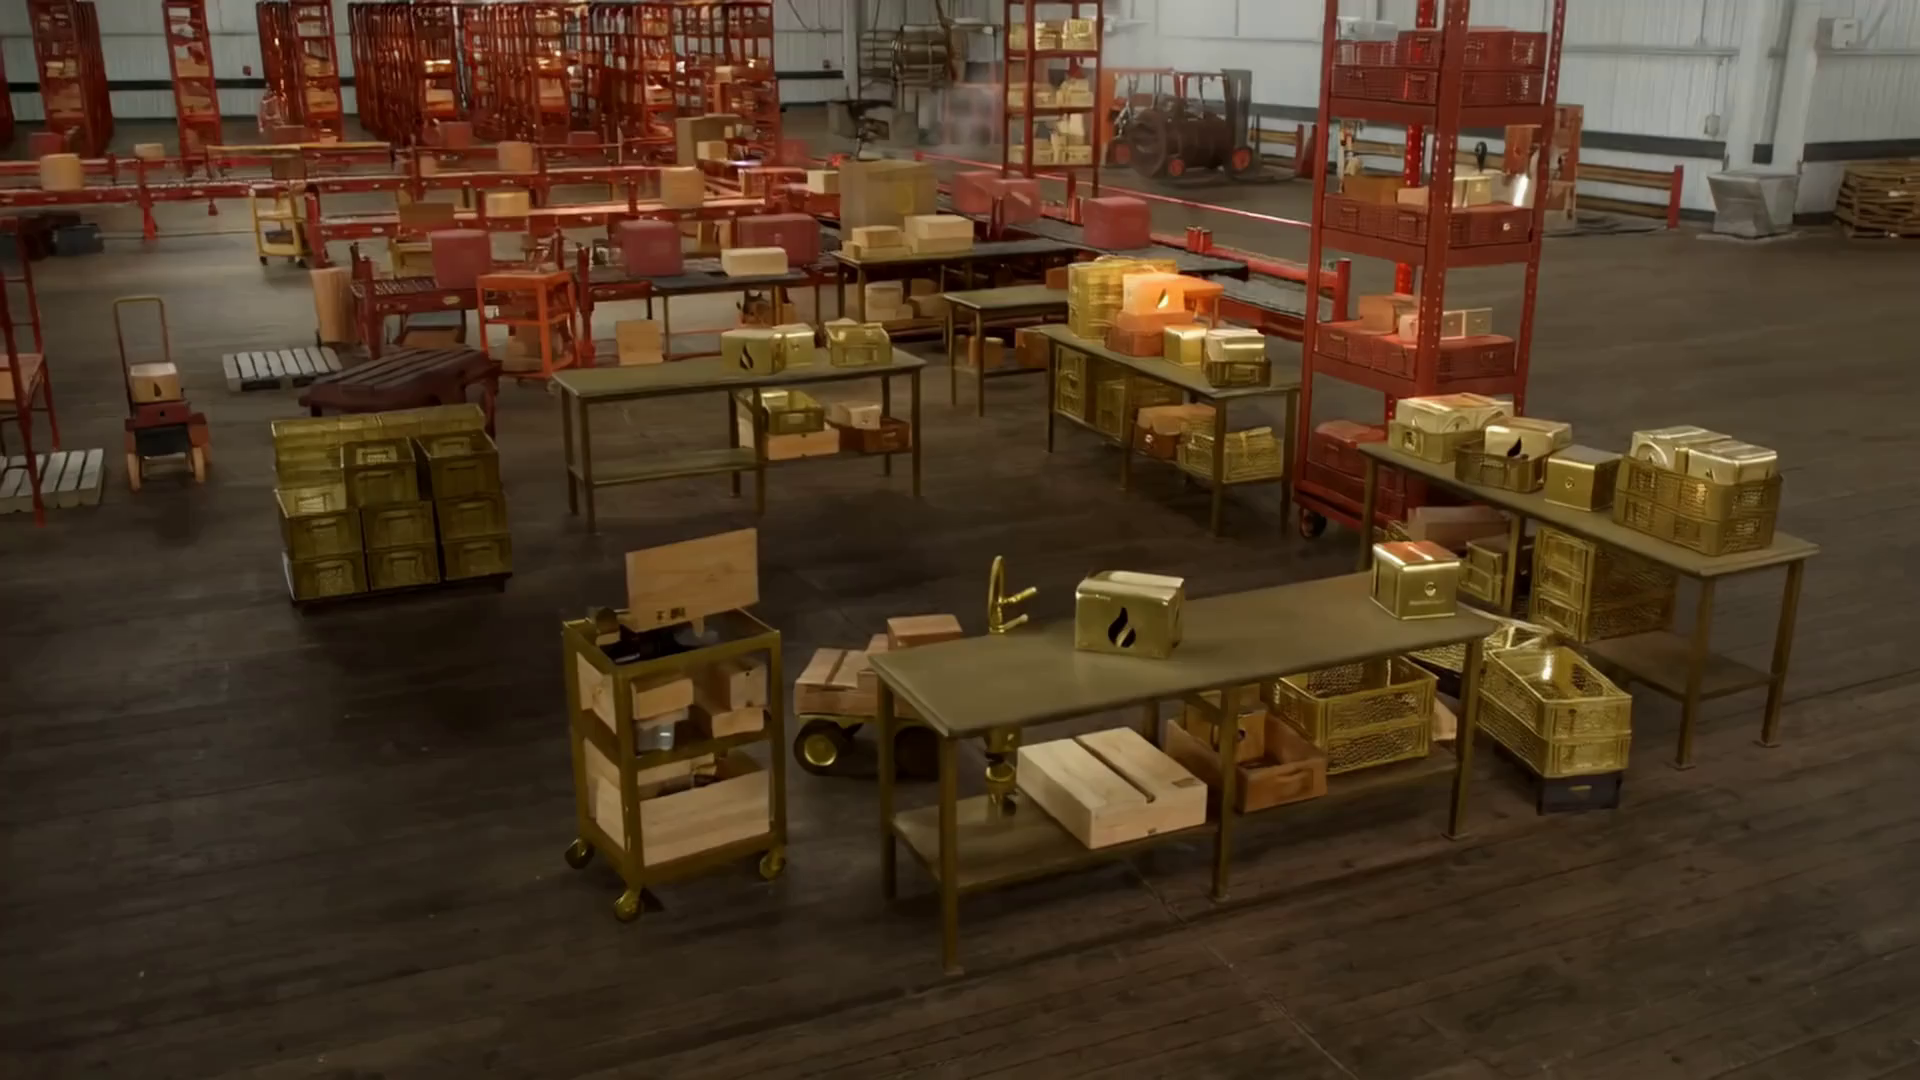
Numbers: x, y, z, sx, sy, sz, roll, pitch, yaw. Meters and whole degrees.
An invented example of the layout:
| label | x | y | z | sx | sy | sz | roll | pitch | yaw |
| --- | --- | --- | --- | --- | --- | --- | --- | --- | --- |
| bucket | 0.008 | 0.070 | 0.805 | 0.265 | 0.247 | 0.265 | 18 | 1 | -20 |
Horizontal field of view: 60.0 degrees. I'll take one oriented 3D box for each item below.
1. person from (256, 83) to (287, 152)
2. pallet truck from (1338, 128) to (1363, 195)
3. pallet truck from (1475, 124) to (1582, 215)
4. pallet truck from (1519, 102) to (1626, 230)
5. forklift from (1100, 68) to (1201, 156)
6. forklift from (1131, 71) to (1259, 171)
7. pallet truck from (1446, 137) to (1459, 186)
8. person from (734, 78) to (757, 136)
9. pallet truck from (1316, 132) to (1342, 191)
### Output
| label | x | y | z | sx | sy | sz | roll | pitch | yaw |
| --- | --- | --- | --- | --- | --- | --- | --- | --- | --- |
| person | -16.012 | -9.711 | 38.711 | 0.614 | 1.783 | 0.947 | -10 | 20 | -28 |
| pallet truck | 7.845 | -7.140 | 31.411 | 1.522 | 1.261 | 0.704 | -9 | 20 | -25 |
| pallet truck | 9.707 | -6.455 | 28.103 | 1.885 | 1.965 | 0.823 | -7 | 19 | -20 |
| pallet truck | 9.972 | -6.037 | 26.785 | 1.885 | 1.965 | 0.823 | -9 | 20 | -25 |
| forklift | 4.082 | -9.564 | 37.410 | 2.680 | 1.987 | 1.157 | -8 | 19 | -23 |
| forklift | 4.998 | -8.936 | 35.413 | 2.680 | 1.987 | 1.157 | -9 | 20 | -25 |
| pallet truck | 9.184 | -6.485 | 29.328 | 1.630 | 1.274 | 0.653 | -8 | 19 | -23 |
| person | -4.870 | -9.465 | 37.660 | 0.660 | 1.950 | 0.470 | 9 | 20 | 25 |
| pallet truck | 7.723 | -7.504 | 32.656 | 1.601 | 1.201 | 0.680 | -8 | 19 | -23 |
